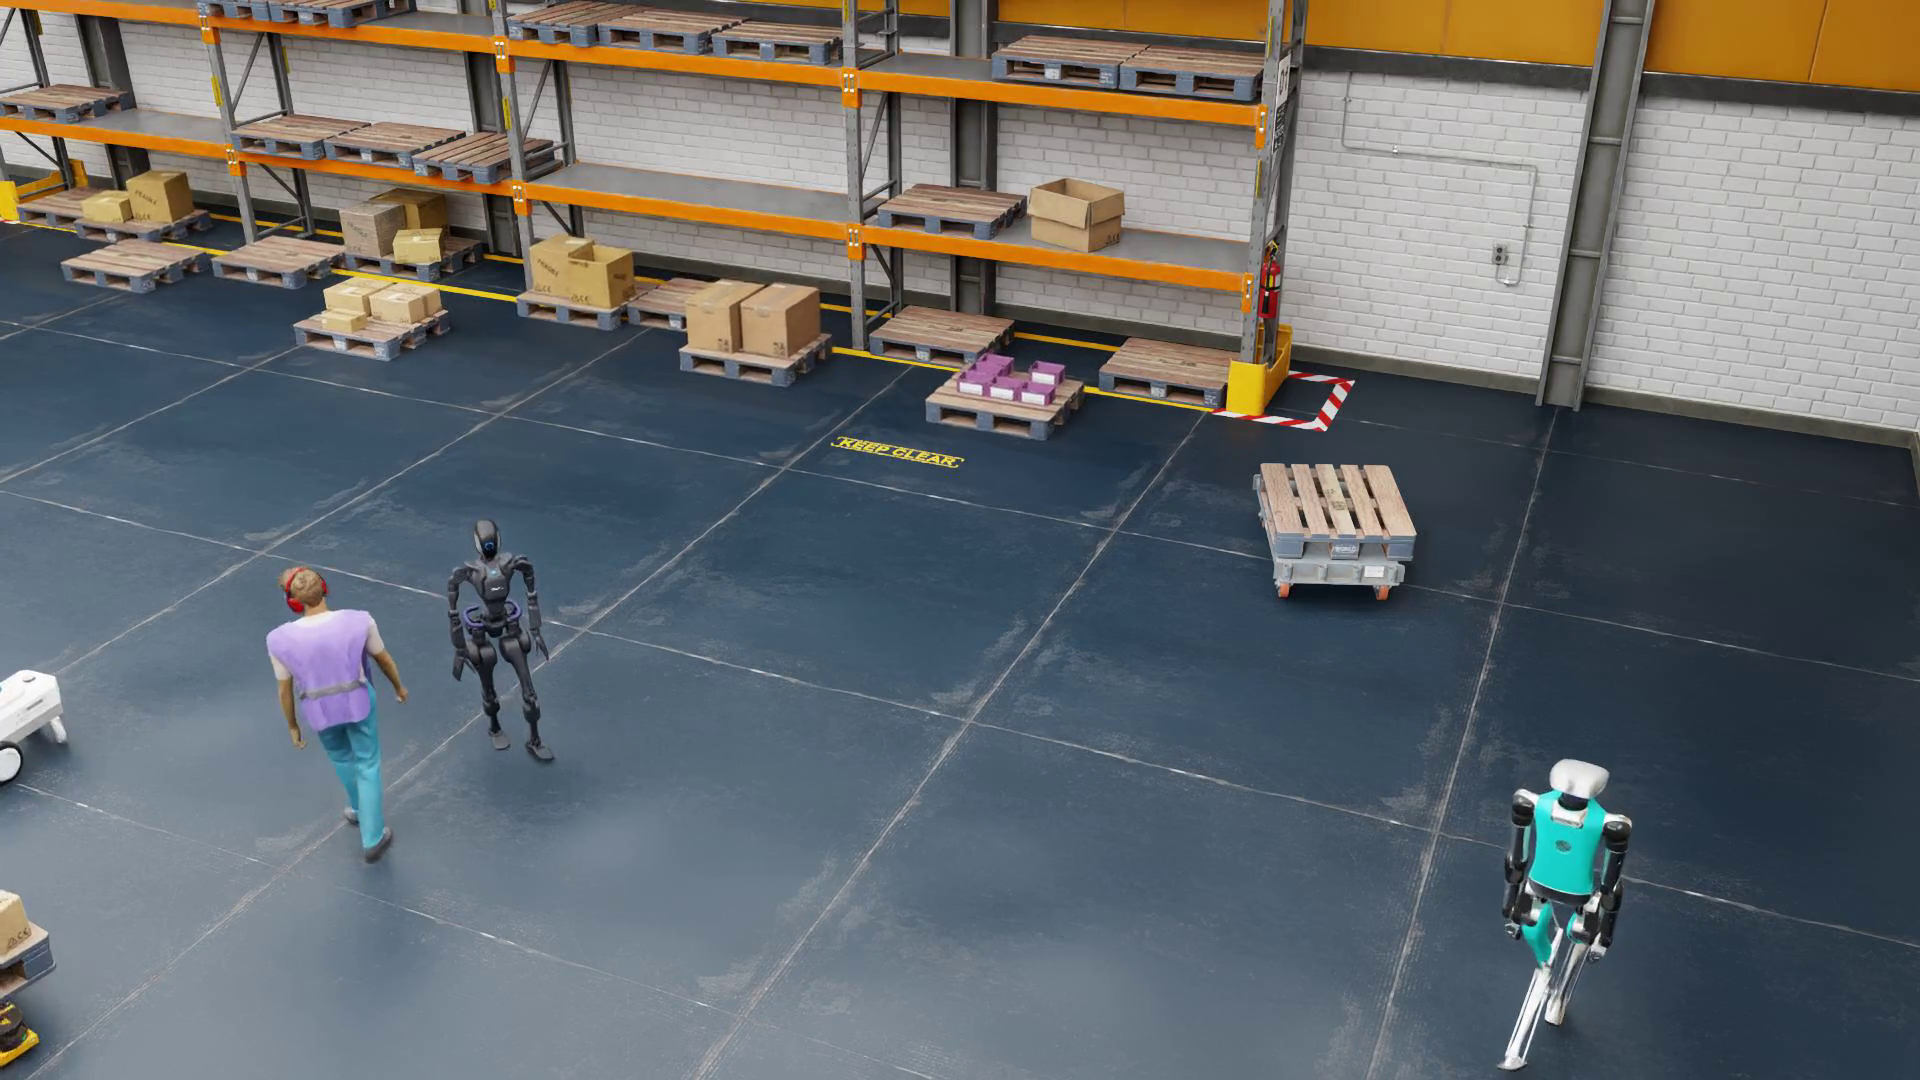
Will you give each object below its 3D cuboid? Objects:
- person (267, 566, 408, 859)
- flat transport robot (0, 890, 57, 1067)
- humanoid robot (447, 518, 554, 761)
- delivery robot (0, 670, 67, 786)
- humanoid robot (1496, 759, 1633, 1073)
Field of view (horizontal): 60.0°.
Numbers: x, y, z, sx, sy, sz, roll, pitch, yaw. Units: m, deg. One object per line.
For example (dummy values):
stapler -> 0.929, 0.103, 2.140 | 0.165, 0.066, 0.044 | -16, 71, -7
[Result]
person -> -3.479, 0.952, 9.409 | 0.647, 1.810, 0.565 | -9, 29, -17
flat transport robot -> -5.341, 2.382, 8.313 | 1.431, 0.231, 0.659 | 16, 31, 28
humanoid robot -> -2.846, 0.607, 10.223 | 0.589, 1.642, 0.554 | -15, 31, -27
delivery robot -> -6.002, 1.163, 10.386 | 0.523, 0.614, 0.785 | 9, 29, 18
humanoid robot -> 2.883, 1.730, 7.965 | 0.558, 1.737, 1.009 | 15, 31, 27
